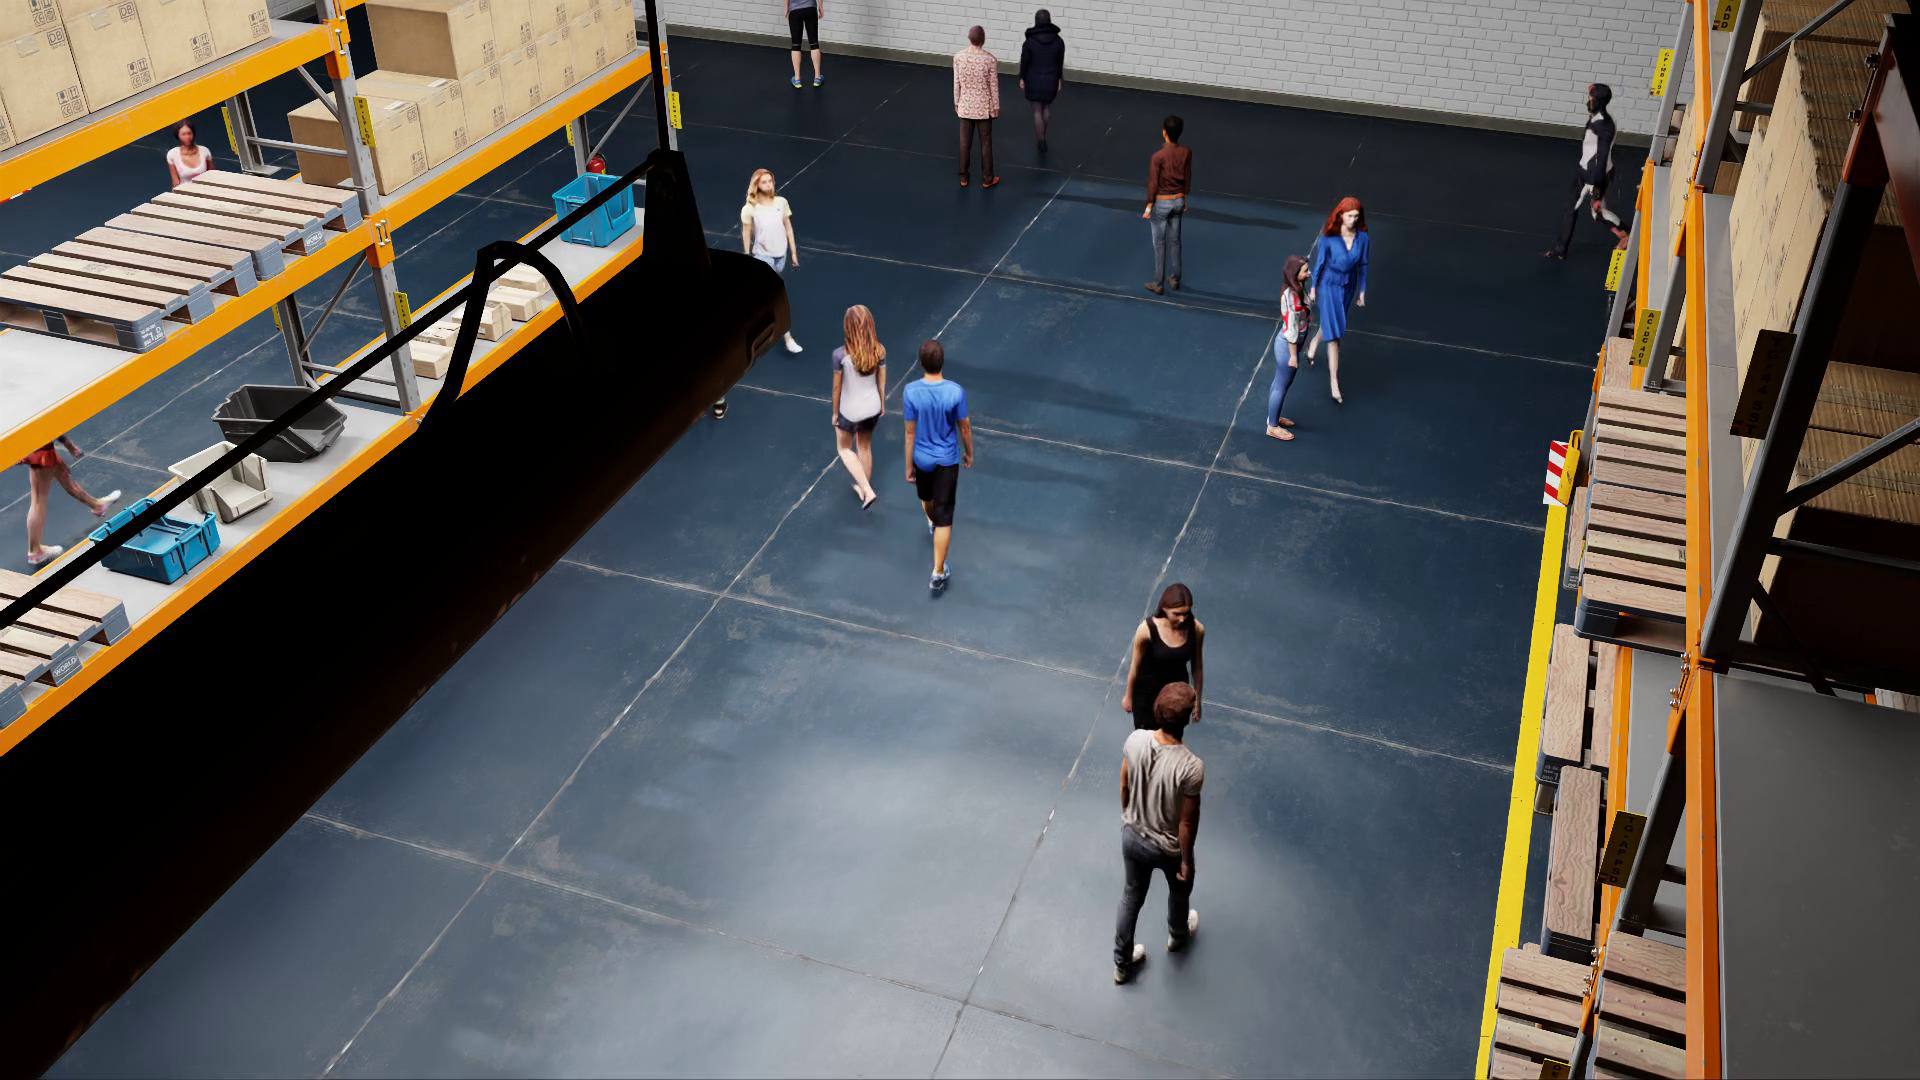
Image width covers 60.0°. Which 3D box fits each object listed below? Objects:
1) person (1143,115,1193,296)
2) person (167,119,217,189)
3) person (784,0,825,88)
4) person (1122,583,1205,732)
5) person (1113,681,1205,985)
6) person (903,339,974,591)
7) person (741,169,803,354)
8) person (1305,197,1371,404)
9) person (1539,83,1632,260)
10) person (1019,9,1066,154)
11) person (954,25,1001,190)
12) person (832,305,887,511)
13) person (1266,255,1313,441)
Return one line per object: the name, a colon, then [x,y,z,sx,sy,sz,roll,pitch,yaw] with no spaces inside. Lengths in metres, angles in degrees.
person: [2.035,-3.269,16.246,0.693,1.779,0.765,-16,37,-22]
person: [-7.465,-3.299,16.338,0.880,1.727,0.931,-16,37,-22]
person: [-2.029,-6.826,21.499,0.751,1.887,0.735,-4,34,-6]
person: [1.187,0.900,10.093,1.008,1.647,1.161,-8,34,-12]
person: [1.004,1.621,8.812,0.831,1.865,0.979,22,39,29]
person: [-0.181,-0.494,12.051,0.918,1.801,1.334,3,34,4]
person: [-1.798,-2.618,15.360,1.171,1.676,1.090,-23,40,-31]
person: [3.280,-2.172,14.595,1.015,1.780,1.229,-6,34,-9]
person: [6.508,-3.667,16.793,1.077,1.837,1.255,-1,34,-2]
person: [0.962,-5.351,19.495,0.947,1.651,1.070,-6,34,-9]
person: [0.182,-4.834,18.575,0.680,1.808,0.588,10,35,14]
person: [-0.758,-0.968,12.845,0.881,1.712,0.938,-15,36,-21]
person: [2.751,-1.632,13.933,0.669,1.613,0.483,8,34,11]
